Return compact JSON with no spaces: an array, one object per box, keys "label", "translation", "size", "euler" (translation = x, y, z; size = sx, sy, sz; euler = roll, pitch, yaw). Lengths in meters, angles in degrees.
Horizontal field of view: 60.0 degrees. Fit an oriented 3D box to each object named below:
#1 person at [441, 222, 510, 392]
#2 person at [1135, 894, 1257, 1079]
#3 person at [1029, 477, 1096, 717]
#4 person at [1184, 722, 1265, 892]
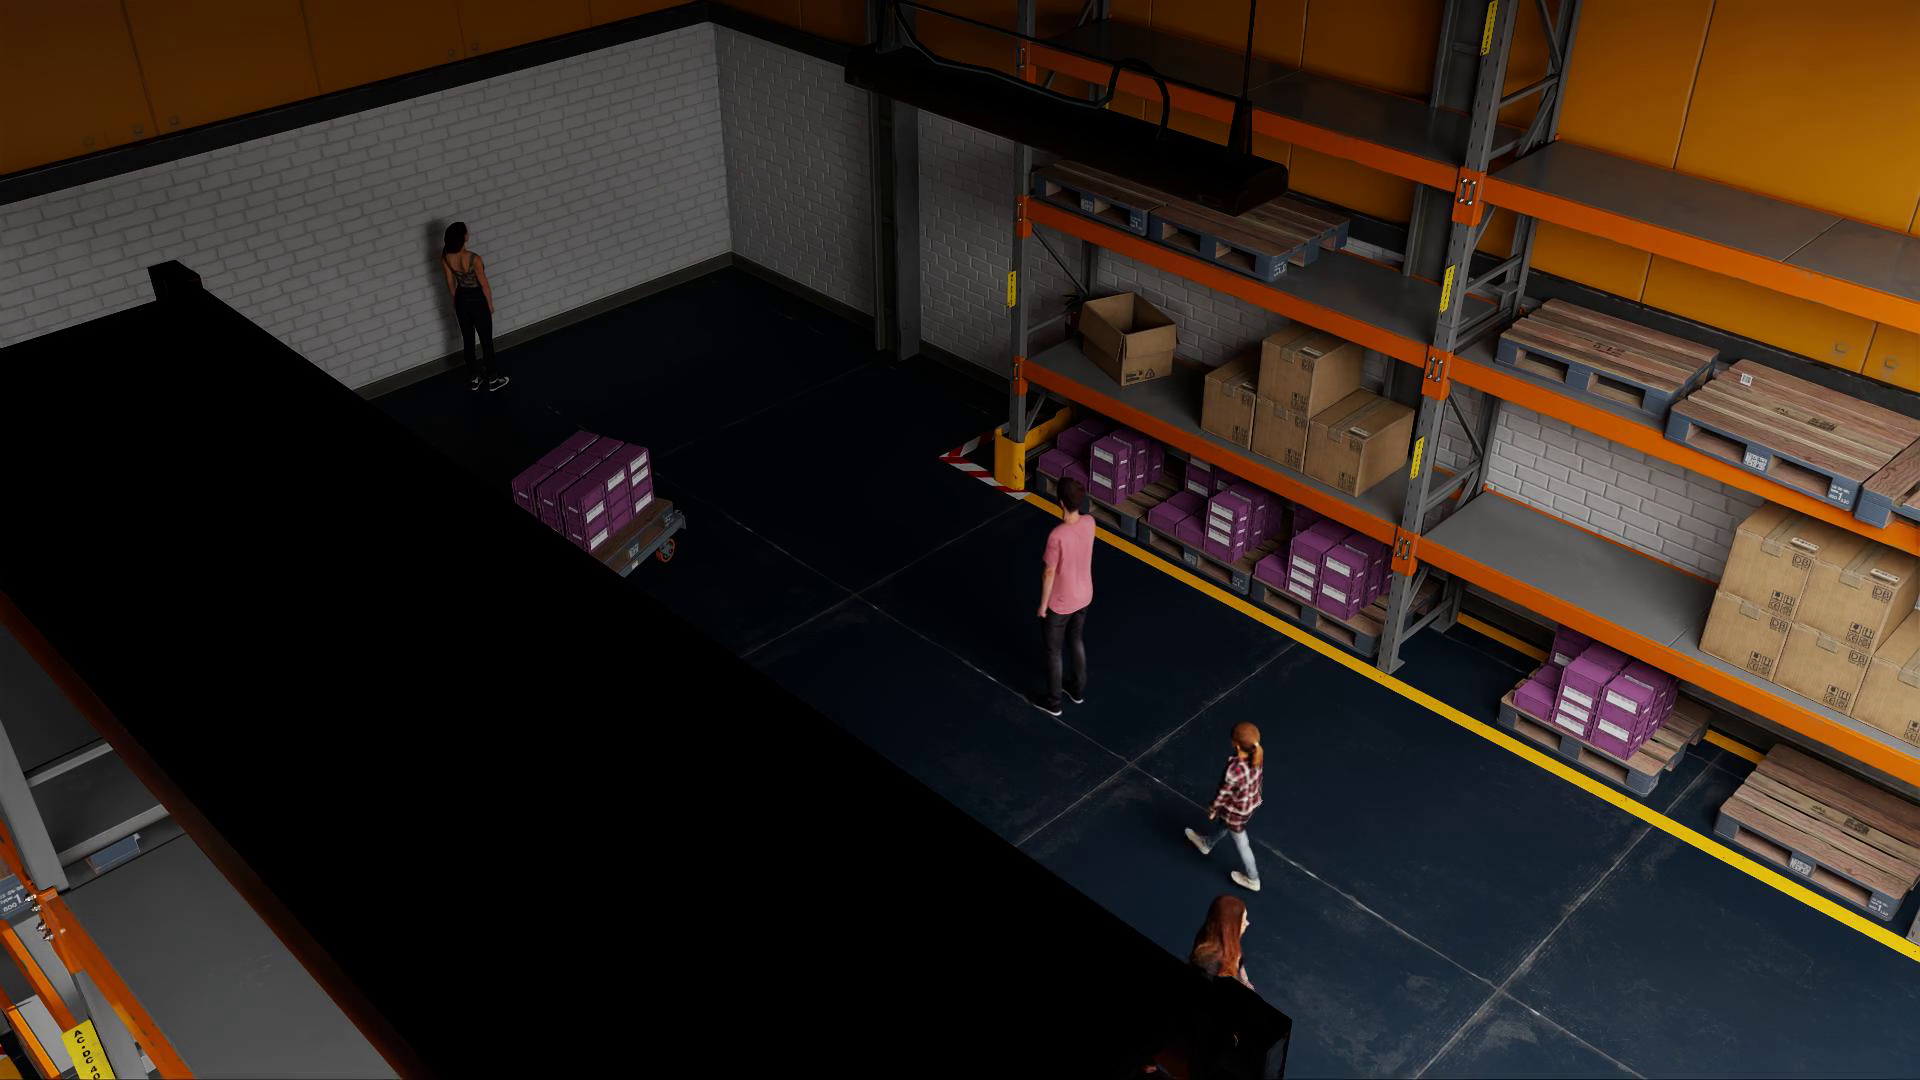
[{"label":"person","translation":[-4.836,-2.313,16.479],"size":[0.636,1.770,0.747],"euler":[8,34,12]},{"label":"person","translation":[1.285,2.559,9.246],"size":[1.225,1.664,0.973],"euler":[10,35,14]},{"label":"person","translation":[0.791,0.424,12.193],"size":[0.542,1.956,0.625],"euler":[29,43,36]},{"label":"person","translation":[1.856,1.757,10.808],"size":[0.873,1.270,0.564],"euler":[27,42,34]}]
